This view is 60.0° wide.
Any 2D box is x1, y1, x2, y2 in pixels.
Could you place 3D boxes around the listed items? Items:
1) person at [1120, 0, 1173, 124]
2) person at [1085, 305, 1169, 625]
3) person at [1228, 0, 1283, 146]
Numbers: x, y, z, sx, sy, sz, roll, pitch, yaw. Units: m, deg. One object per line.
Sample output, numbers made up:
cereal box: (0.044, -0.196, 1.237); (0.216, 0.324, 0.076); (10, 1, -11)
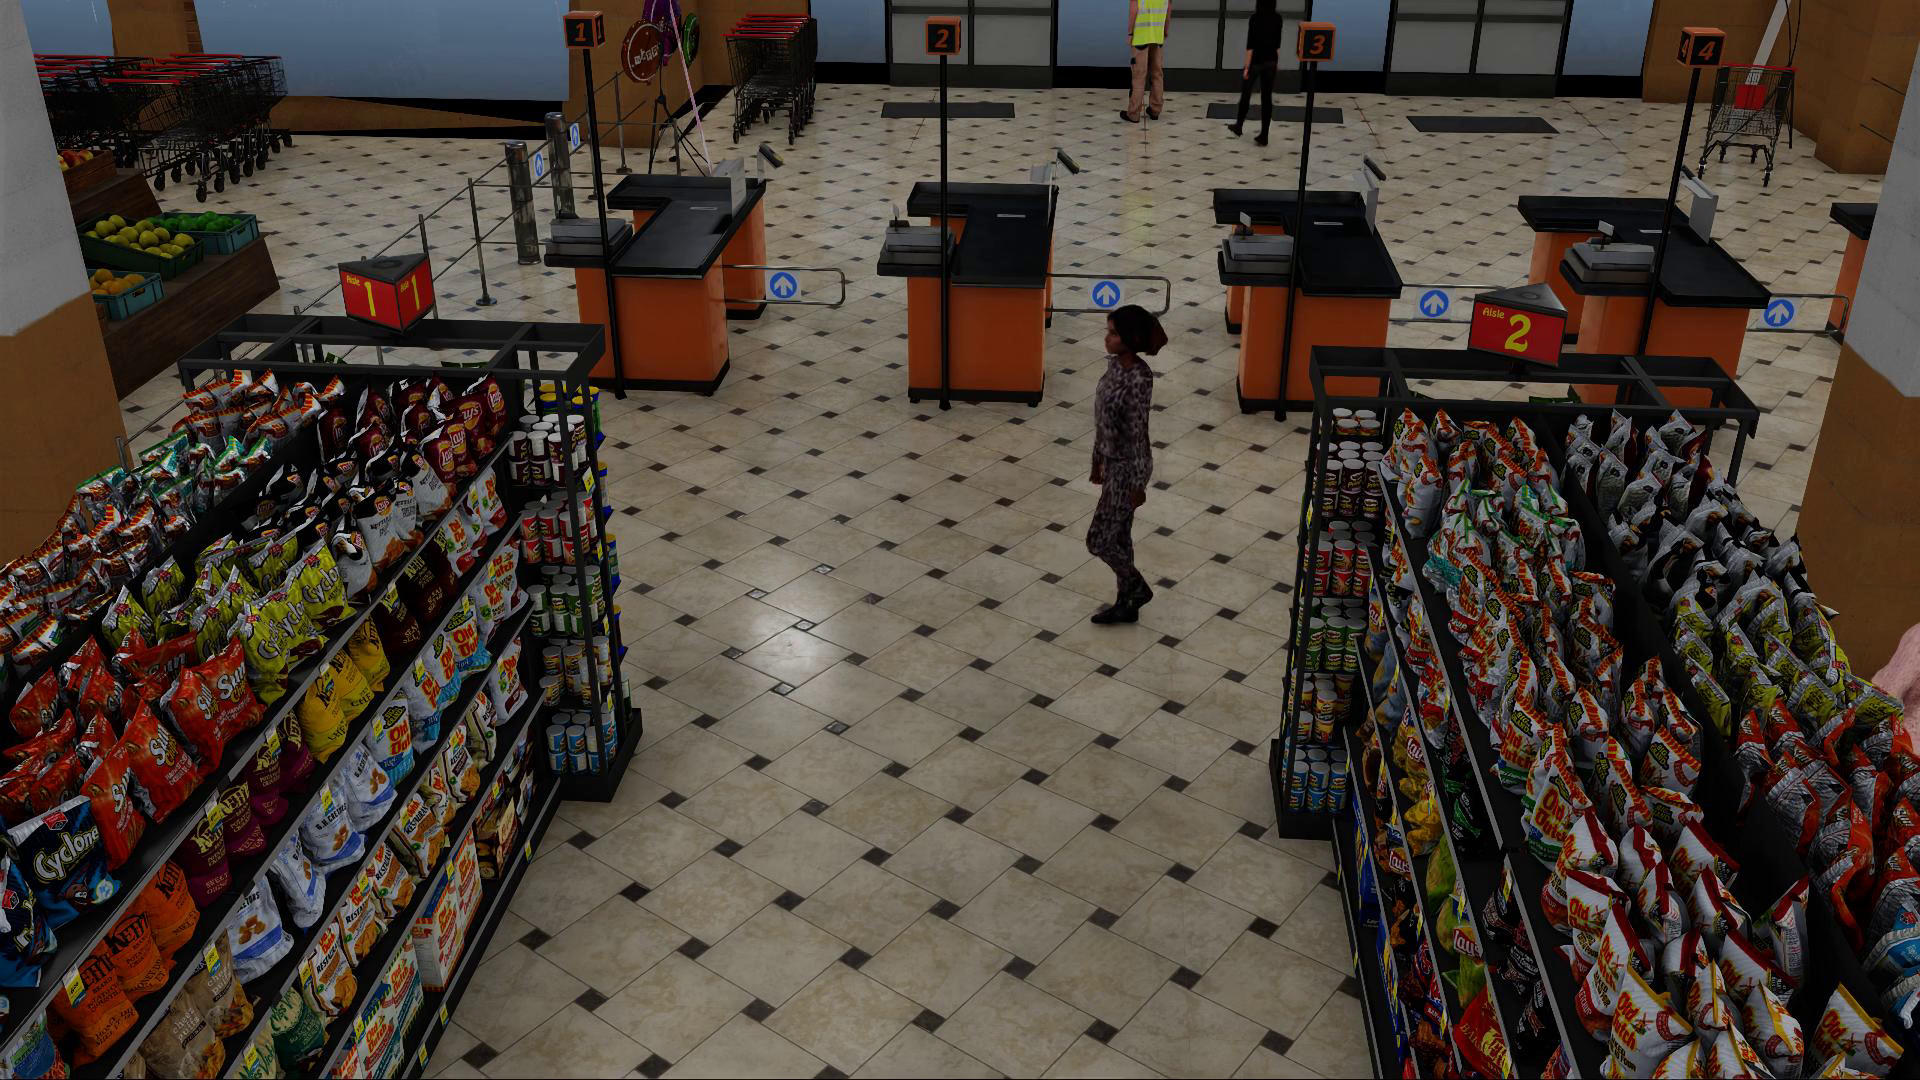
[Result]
person: (2.072, -5.592, 18.459); (0.838, 1.847, 0.883); (-12, 29, -22)
person: (0.889, -0.342, 8.260); (0.729, 1.709, 0.639); (-5, 27, -11)
person: (3.207, -4.966, 17.483); (0.815, 1.615, 1.005); (-7, 28, -14)
